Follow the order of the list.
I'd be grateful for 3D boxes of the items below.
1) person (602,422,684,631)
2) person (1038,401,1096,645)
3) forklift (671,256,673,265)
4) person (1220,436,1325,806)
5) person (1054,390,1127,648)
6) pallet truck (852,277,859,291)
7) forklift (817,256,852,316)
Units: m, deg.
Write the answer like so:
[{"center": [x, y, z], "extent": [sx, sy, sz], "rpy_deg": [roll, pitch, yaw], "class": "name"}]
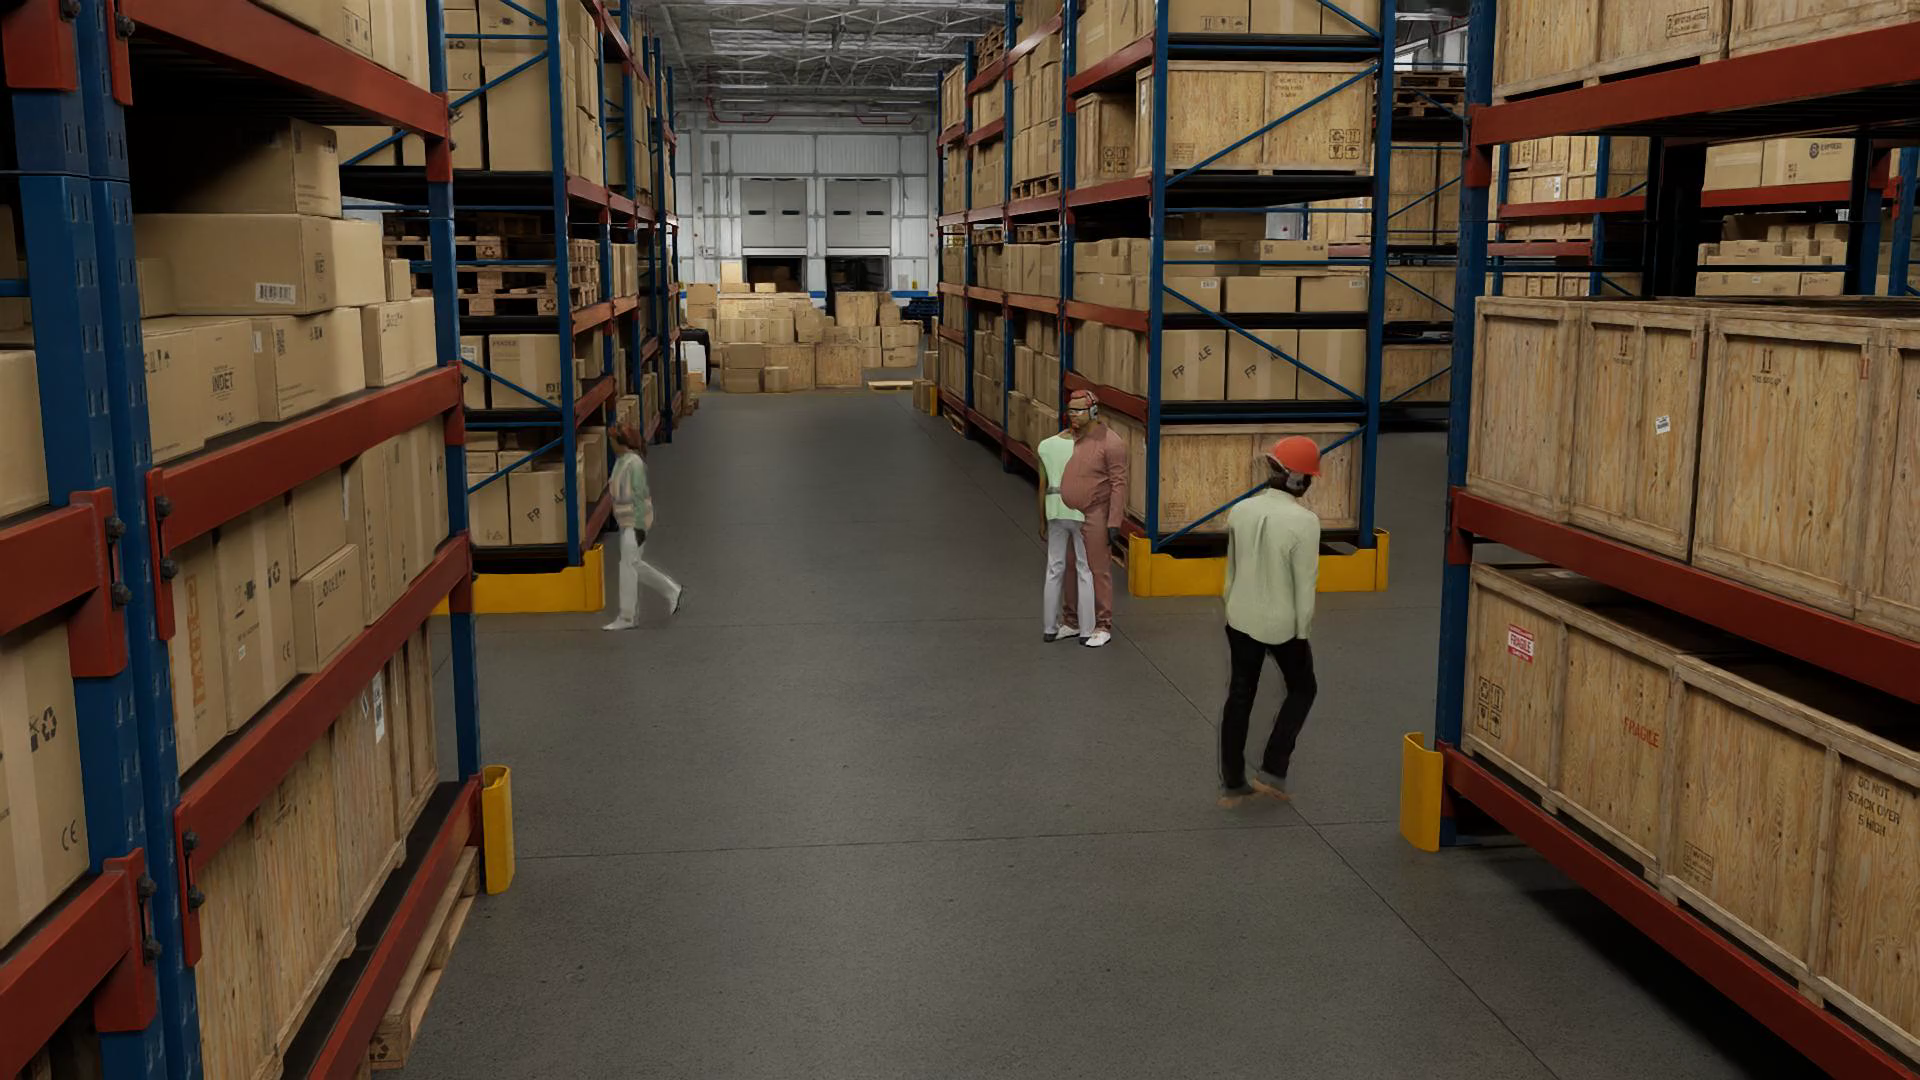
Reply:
[{"center": [-2.494, -0.123, 12.958], "extent": [0.661, 1.612, 0.532], "rpy_deg": [-6, 11, -30], "class": "person"}, {"center": [0.843, -0.130, 12.374], "extent": [0.566, 1.837, 0.392], "rpy_deg": [3, 10, 18], "class": "person"}, {"center": [-10.987, -9.066, 61.344], "extent": [1.129, 2.768, 1.873], "rpy_deg": [-1, 10, -7], "class": "forklift"}, {"center": [1.607, 0.433, 8.695], "extent": [0.681, 1.958, 0.527], "rpy_deg": [10, 14, 44], "class": "person"}, {"center": [0.912, -0.161, 12.335], "extent": [0.648, 1.907, 0.401], "rpy_deg": [9, 13, 41], "class": "person"}, {"center": [-3.782, -9.391, 65.808], "extent": [1.885, 1.965, 0.823], "rpy_deg": [2, 10, 10], "class": "pallet truck"}, {"center": [-4.171, -8.359, 57.229], "extent": [1.129, 2.768, 1.873], "rpy_deg": [-7, 12, -35], "class": "forklift"}]
